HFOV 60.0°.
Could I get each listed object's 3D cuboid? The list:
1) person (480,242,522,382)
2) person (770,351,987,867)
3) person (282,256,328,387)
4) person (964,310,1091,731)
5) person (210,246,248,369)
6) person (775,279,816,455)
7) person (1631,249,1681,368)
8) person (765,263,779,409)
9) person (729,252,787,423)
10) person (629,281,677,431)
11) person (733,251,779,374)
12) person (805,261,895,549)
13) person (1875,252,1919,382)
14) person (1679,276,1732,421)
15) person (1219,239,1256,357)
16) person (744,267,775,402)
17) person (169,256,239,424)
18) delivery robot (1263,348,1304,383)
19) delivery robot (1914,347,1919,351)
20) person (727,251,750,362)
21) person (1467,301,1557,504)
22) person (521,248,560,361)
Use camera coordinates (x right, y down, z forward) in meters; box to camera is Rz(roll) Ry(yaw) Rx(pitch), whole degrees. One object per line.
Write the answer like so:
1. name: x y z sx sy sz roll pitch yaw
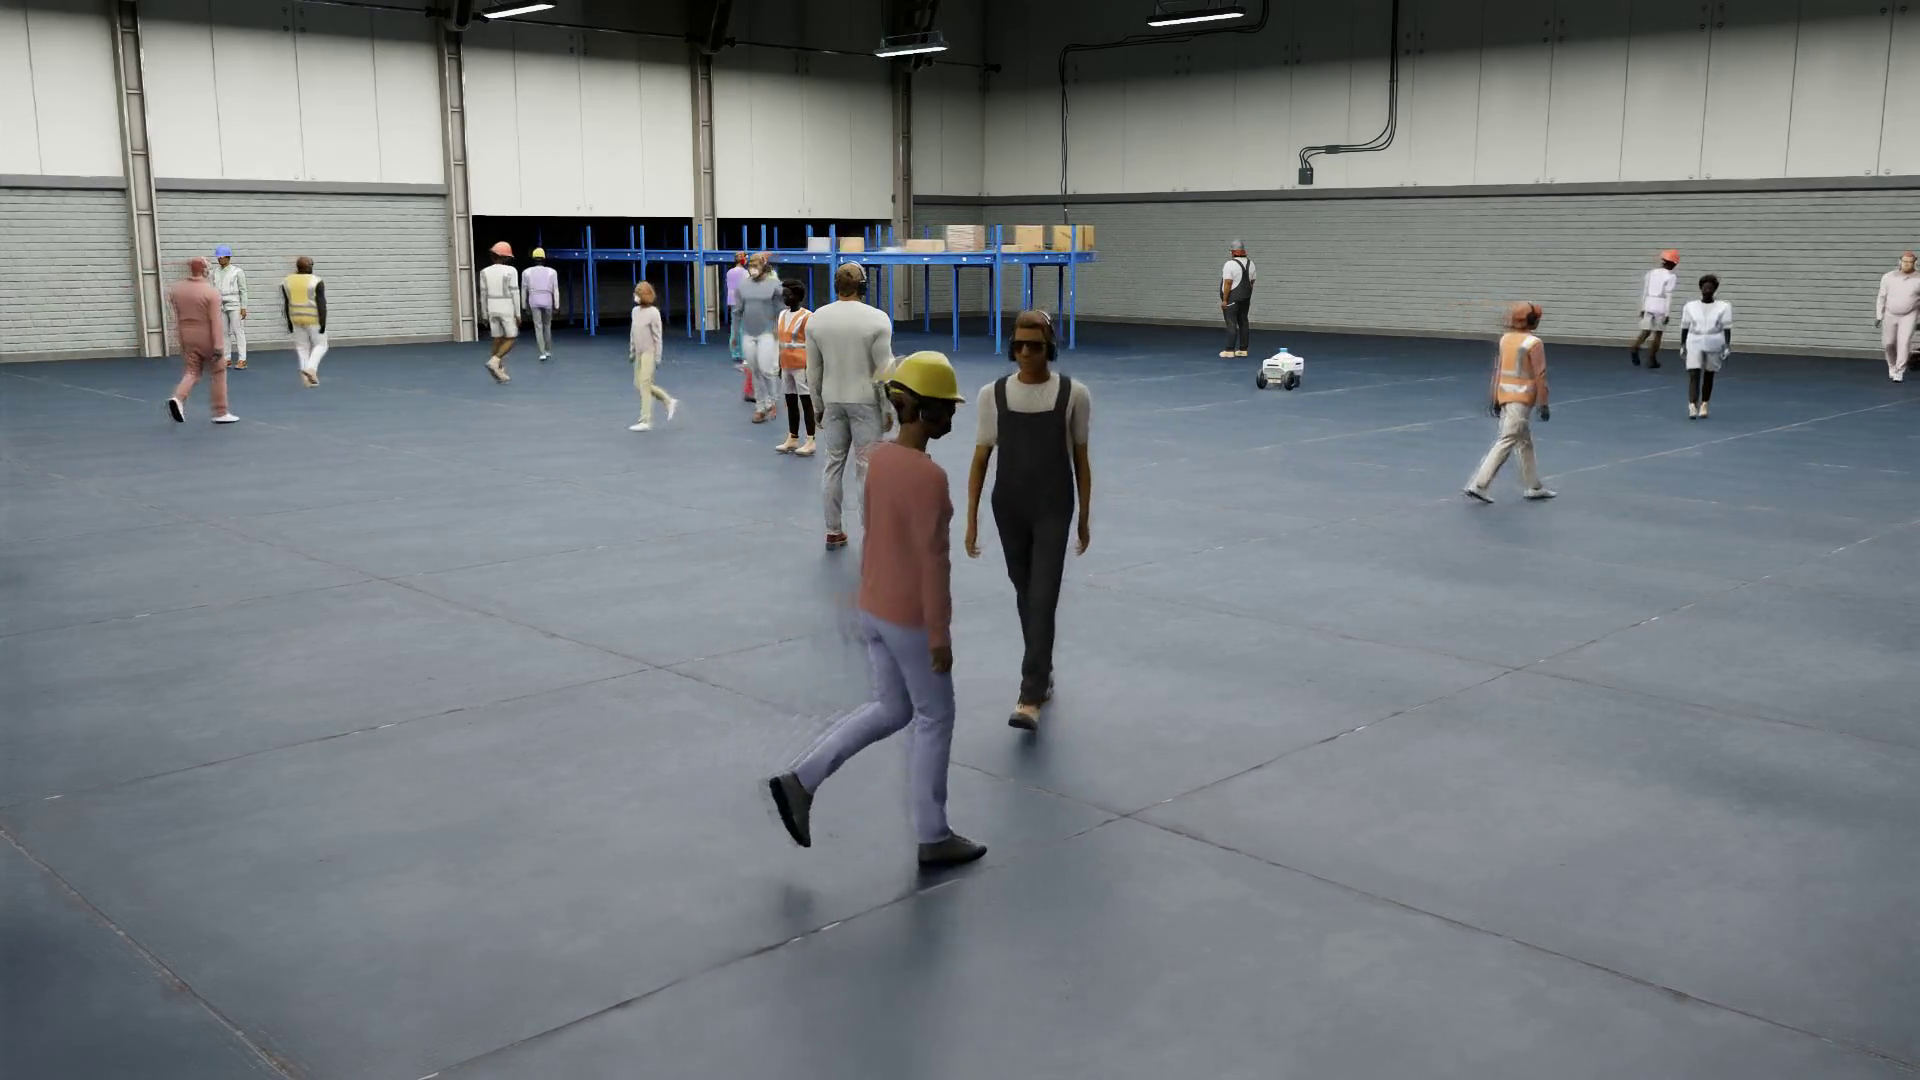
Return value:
1. person: -6.606 -3.260 23.862 0.655 2.018 0.664 3 11 18
2. person: -0.256 0.246 5.511 0.644 1.740 0.551 -5 11 -25
3. person: -9.137 -3.051 23.260 0.628 1.830 0.478 1 10 8
4. person: 0.294 -0.102 7.272 0.528 1.789 0.985 2 11 13
5. person: -11.611 -3.687 26.393 0.617 1.943 0.402 2 11 11
6. person: -1.588 -1.676 16.104 0.317 1.695 0.540 -10 14 -43
7. person: 11.024 -3.659 26.388 0.681 1.894 0.624 -7 13 -34
8. person: -2.336 -2.458 20.094 0.505 1.819 1.025 -4 11 -20
9. person: -2.283 -2.289 18.835 0.632 1.918 0.446 4 11 23
10. person: -3.389 -2.025 18.220 0.607 1.613 0.511 -8 13 -39
11. person: -3.084 -3.452 25.362 0.869 1.848 0.606 -7 13 -35
12. person: -0.729 -0.901 11.221 0.630 1.940 0.372 3 11 18
13. person: 13.765 -3.273 24.326 0.644 1.880 0.796 8 13 36
14. person: 8.573 -2.209 19.140 0.544 1.647 0.861 4 11 23
15. person: 4.796 -4.206 29.081 0.690 2.000 0.538 -7 13 -35
16. person: -2.497 -2.611 21.149 0.659 1.724 0.548 3 11 14
17. person: -8.516 -2.227 18.602 0.647 1.885 0.737 3 11 17
18. delivery robot: 4.510 -2.426 23.174 0.477 0.478 0.707 7 13 35
19. delivery robot: 15.327 -3.083 26.048 0.698 0.223 0.335 -2 11 -11
20. person: -3.686 -3.907 27.856 0.389 1.847 0.563 -10 14 -44
21. person: 4.409 -1.094 13.195 0.843 1.599 0.530 -2 11 -13
22. person: -7.181 -4.030 28.427 0.616 1.876 0.958 -3 11 -18
